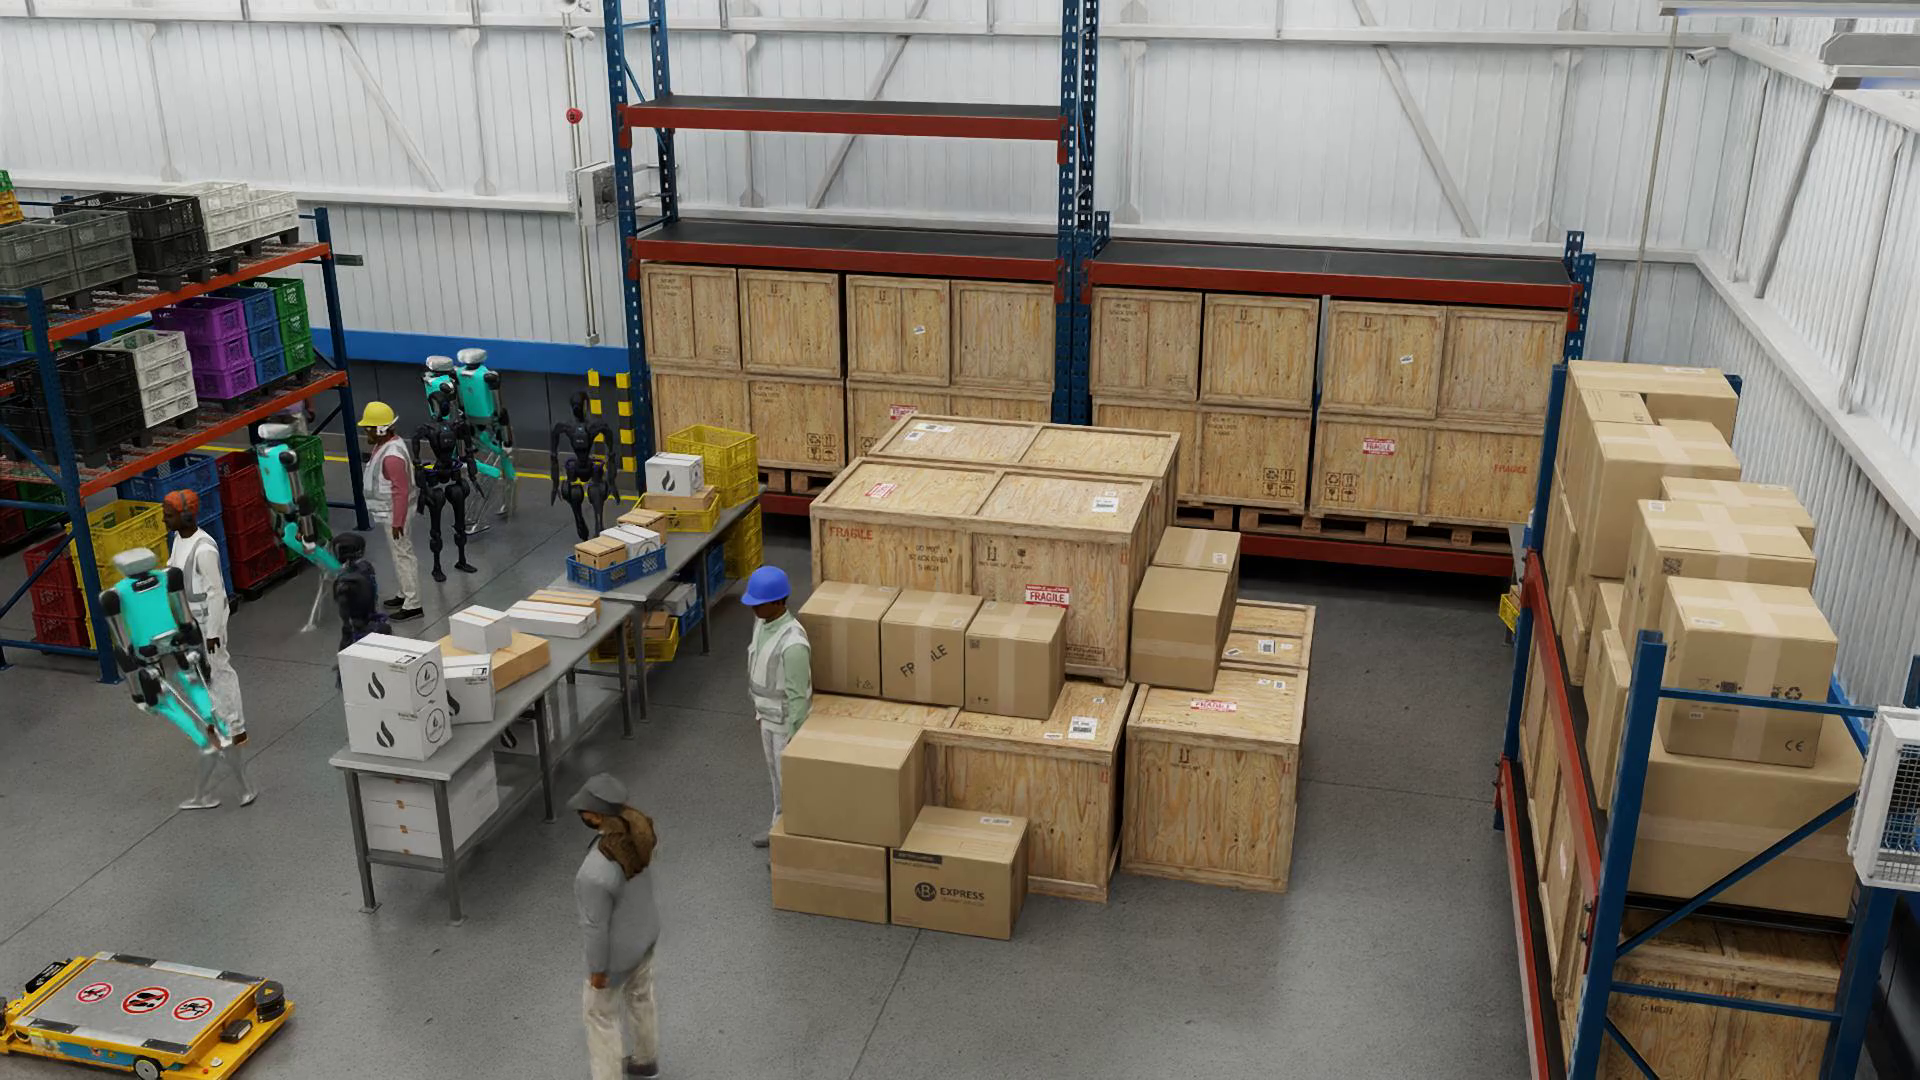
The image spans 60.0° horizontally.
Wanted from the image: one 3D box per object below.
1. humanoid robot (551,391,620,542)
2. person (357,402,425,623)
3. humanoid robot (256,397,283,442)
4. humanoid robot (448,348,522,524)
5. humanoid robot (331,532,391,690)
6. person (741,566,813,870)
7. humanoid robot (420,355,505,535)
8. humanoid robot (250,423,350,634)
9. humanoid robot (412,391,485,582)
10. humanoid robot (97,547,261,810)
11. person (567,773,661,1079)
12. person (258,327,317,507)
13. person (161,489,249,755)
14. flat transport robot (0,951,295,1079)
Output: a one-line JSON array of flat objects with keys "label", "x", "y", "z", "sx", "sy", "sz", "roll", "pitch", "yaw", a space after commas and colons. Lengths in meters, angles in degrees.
[{"label": "humanoid robot", "x": -3.268, "y": -0.504, "z": 14.458, "sx": 0.596, "sy": 1.620, "sz": 0.781, "roll": -2, "pitch": 21, "yaw": -5}, {"label": "person", "x": -4.602, "y": -0.234, "z": 13.467, "sx": 0.404, "sy": 1.830, "sz": 0.601, "roll": -9, "pitch": 23, "yaw": -22}, {"label": "humanoid robot", "x": -6.583, "y": -1.107, "z": 15.952, "sx": 0.361, "sy": 1.651, "sz": 0.603, "roll": -1, "pitch": 21, "yaw": -1}, {"label": "humanoid robot", "x": -4.318, "y": -0.949, "z": 15.619, "sx": 0.530, "sy": 1.860, "sz": 0.816, "roll": 8, "pitch": 22, "yaw": 20}, {"label": "humanoid robot", "x": -4.031, "y": 0.721, "z": 11.259, "sx": 0.534, "sy": 1.647, "sz": 0.584, "roll": 0, "pitch": 21, "yaw": 0}, {"label": "person", "x": -1.082, "y": 1.050, "z": 9.966, "sx": 0.412, "sy": 1.939, "sz": 0.608, "roll": -9, "pitch": 23, "yaw": -23}, {"label": "humanoid robot", "x": -4.450, "y": -0.898, "z": 15.151, "sx": 0.735, "sy": 1.677, "sz": 0.533, "roll": -17, "pitch": 27, "yaw": -37}, {"label": "humanoid robot", "x": -5.159, "y": -0.113, "z": 13.406, "sx": 0.564, "sy": 1.848, "sz": 0.803, "roll": 14, "pitch": 25, "yaw": 32}, {"label": "humanoid robot", "x": -4.415, "y": -0.484, "z": 14.315, "sx": 0.599, "sy": 1.659, "sz": 0.315, "roll": -18, "pitch": 27, "yaw": -38}, {"label": "humanoid robot", "x": -4.858, "y": 0.947, "z": 10.505, "sx": 0.862, "sy": 1.769, "sz": 0.602, "roll": 15, "pitch": 26, "yaw": 35}, {"label": "person", "x": -1.614, "y": 1.907, "z": 7.960, "sx": 0.401, "sy": 1.767, "sz": 0.583, "roll": 6, "pitch": 22, "yaw": 16}, {"label": "person", "x": -6.500, "y": -1.272, "z": 15.893, "sx": 0.614, "sy": 2.041, "sz": 0.378, "roll": -9, "pitch": 23, "yaw": -22}, {"label": "person", "x": -5.174, "y": 0.551, "z": 11.345, "sx": 0.356, "sy": 1.882, "sz": 0.573, "roll": -18, "pitch": 27, "yaw": -39}, {"label": "flat transport robot", "x": -4.270, "y": 2.464, "z": 8.601, "sx": 1.431, "sy": 0.231, "sz": 0.659, "roll": 5, "pitch": 22, "yaw": 13}]
